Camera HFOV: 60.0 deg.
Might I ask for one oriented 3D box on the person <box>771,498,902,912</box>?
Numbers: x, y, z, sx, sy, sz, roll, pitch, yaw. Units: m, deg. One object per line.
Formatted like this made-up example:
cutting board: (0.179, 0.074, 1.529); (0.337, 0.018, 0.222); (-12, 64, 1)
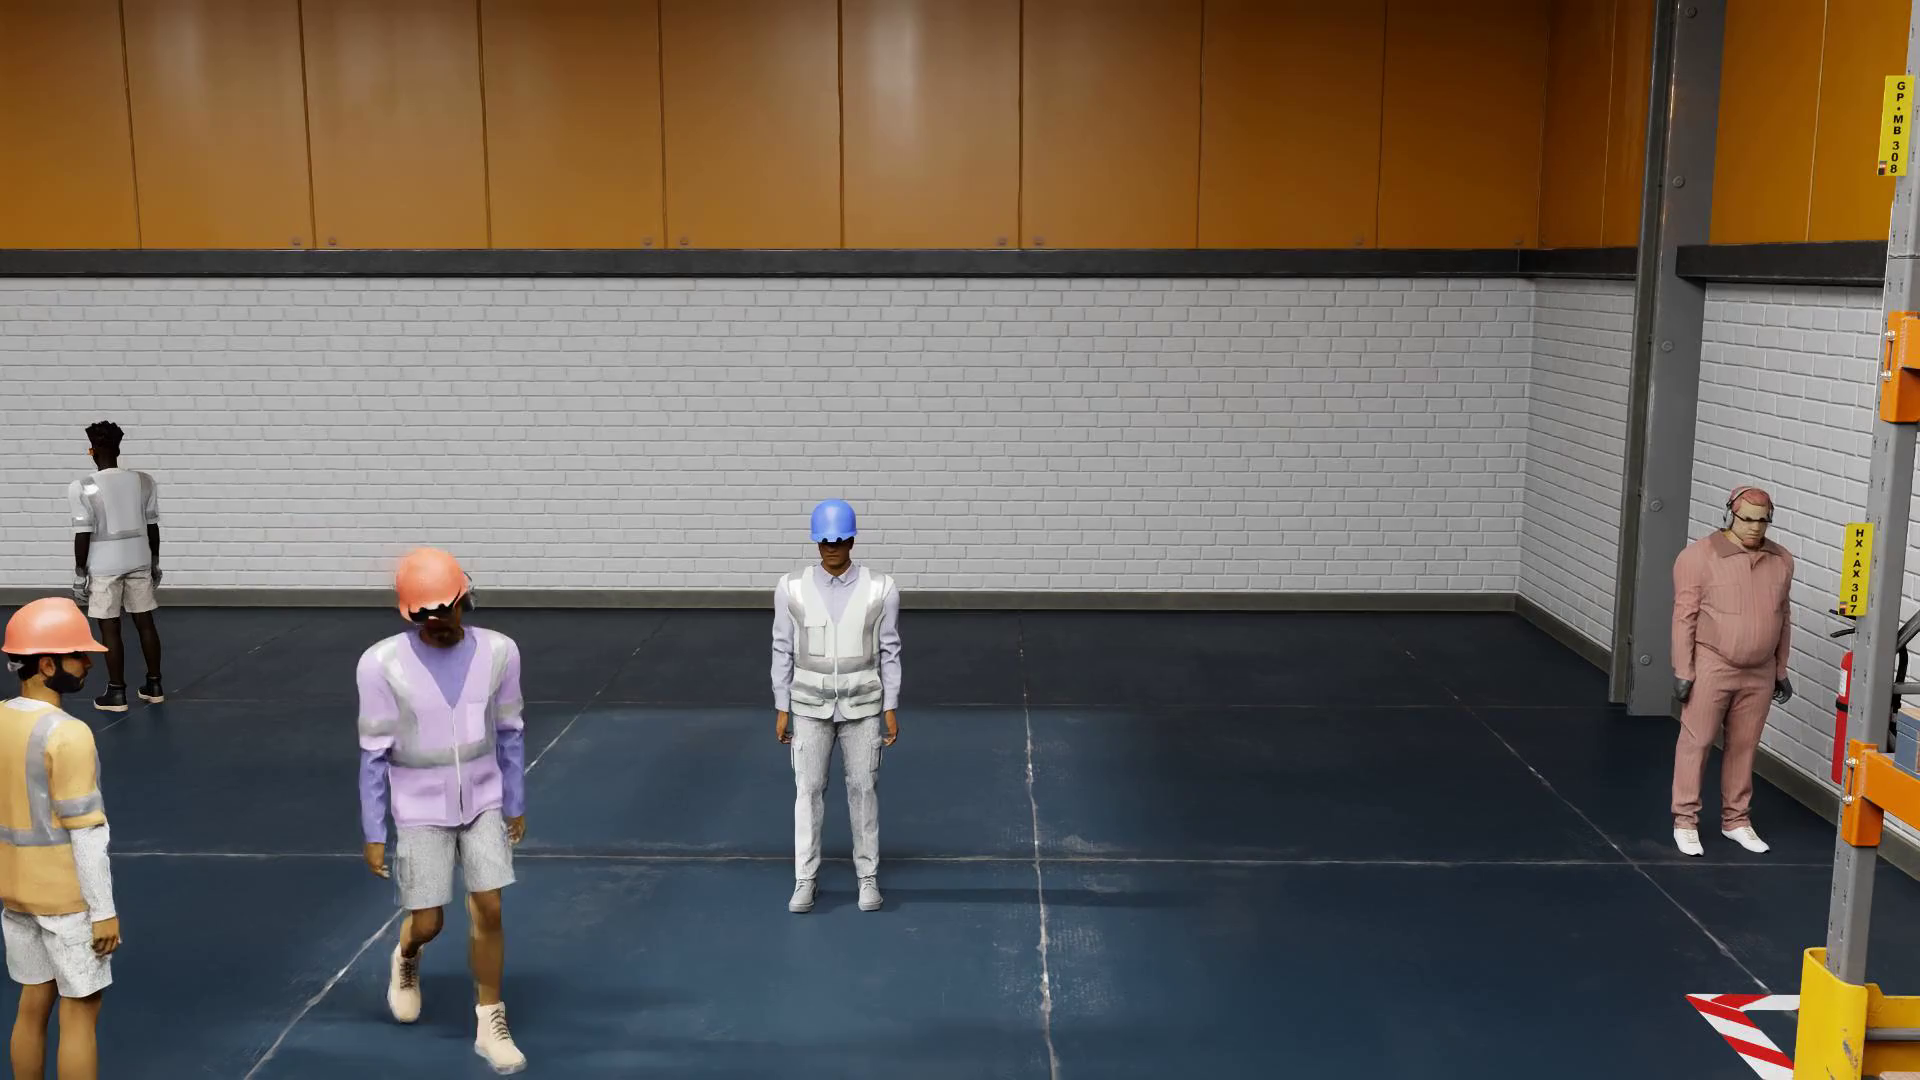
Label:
person: (-0.575, 0.767, 7.755); (0.608, 1.948, 0.389); (-1, 9, -3)

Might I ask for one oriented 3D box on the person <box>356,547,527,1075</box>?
person: (-1.948, 0.987, 6.257); (0.659, 2.008, 0.656); (-6, 11, -34)

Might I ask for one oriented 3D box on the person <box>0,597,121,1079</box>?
person: (-2.976, 1.147, 5.518); (0.549, 1.934, 0.374); (5, 11, 30)

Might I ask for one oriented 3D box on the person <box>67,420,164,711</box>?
person: (-5.708, 0.172, 11.262); (0.362, 1.963, 0.614); (6, 11, 33)

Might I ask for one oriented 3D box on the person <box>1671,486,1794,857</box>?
person: (3.952, 0.669, 8.491); (0.639, 1.902, 0.407); (-1, 10, -7)
